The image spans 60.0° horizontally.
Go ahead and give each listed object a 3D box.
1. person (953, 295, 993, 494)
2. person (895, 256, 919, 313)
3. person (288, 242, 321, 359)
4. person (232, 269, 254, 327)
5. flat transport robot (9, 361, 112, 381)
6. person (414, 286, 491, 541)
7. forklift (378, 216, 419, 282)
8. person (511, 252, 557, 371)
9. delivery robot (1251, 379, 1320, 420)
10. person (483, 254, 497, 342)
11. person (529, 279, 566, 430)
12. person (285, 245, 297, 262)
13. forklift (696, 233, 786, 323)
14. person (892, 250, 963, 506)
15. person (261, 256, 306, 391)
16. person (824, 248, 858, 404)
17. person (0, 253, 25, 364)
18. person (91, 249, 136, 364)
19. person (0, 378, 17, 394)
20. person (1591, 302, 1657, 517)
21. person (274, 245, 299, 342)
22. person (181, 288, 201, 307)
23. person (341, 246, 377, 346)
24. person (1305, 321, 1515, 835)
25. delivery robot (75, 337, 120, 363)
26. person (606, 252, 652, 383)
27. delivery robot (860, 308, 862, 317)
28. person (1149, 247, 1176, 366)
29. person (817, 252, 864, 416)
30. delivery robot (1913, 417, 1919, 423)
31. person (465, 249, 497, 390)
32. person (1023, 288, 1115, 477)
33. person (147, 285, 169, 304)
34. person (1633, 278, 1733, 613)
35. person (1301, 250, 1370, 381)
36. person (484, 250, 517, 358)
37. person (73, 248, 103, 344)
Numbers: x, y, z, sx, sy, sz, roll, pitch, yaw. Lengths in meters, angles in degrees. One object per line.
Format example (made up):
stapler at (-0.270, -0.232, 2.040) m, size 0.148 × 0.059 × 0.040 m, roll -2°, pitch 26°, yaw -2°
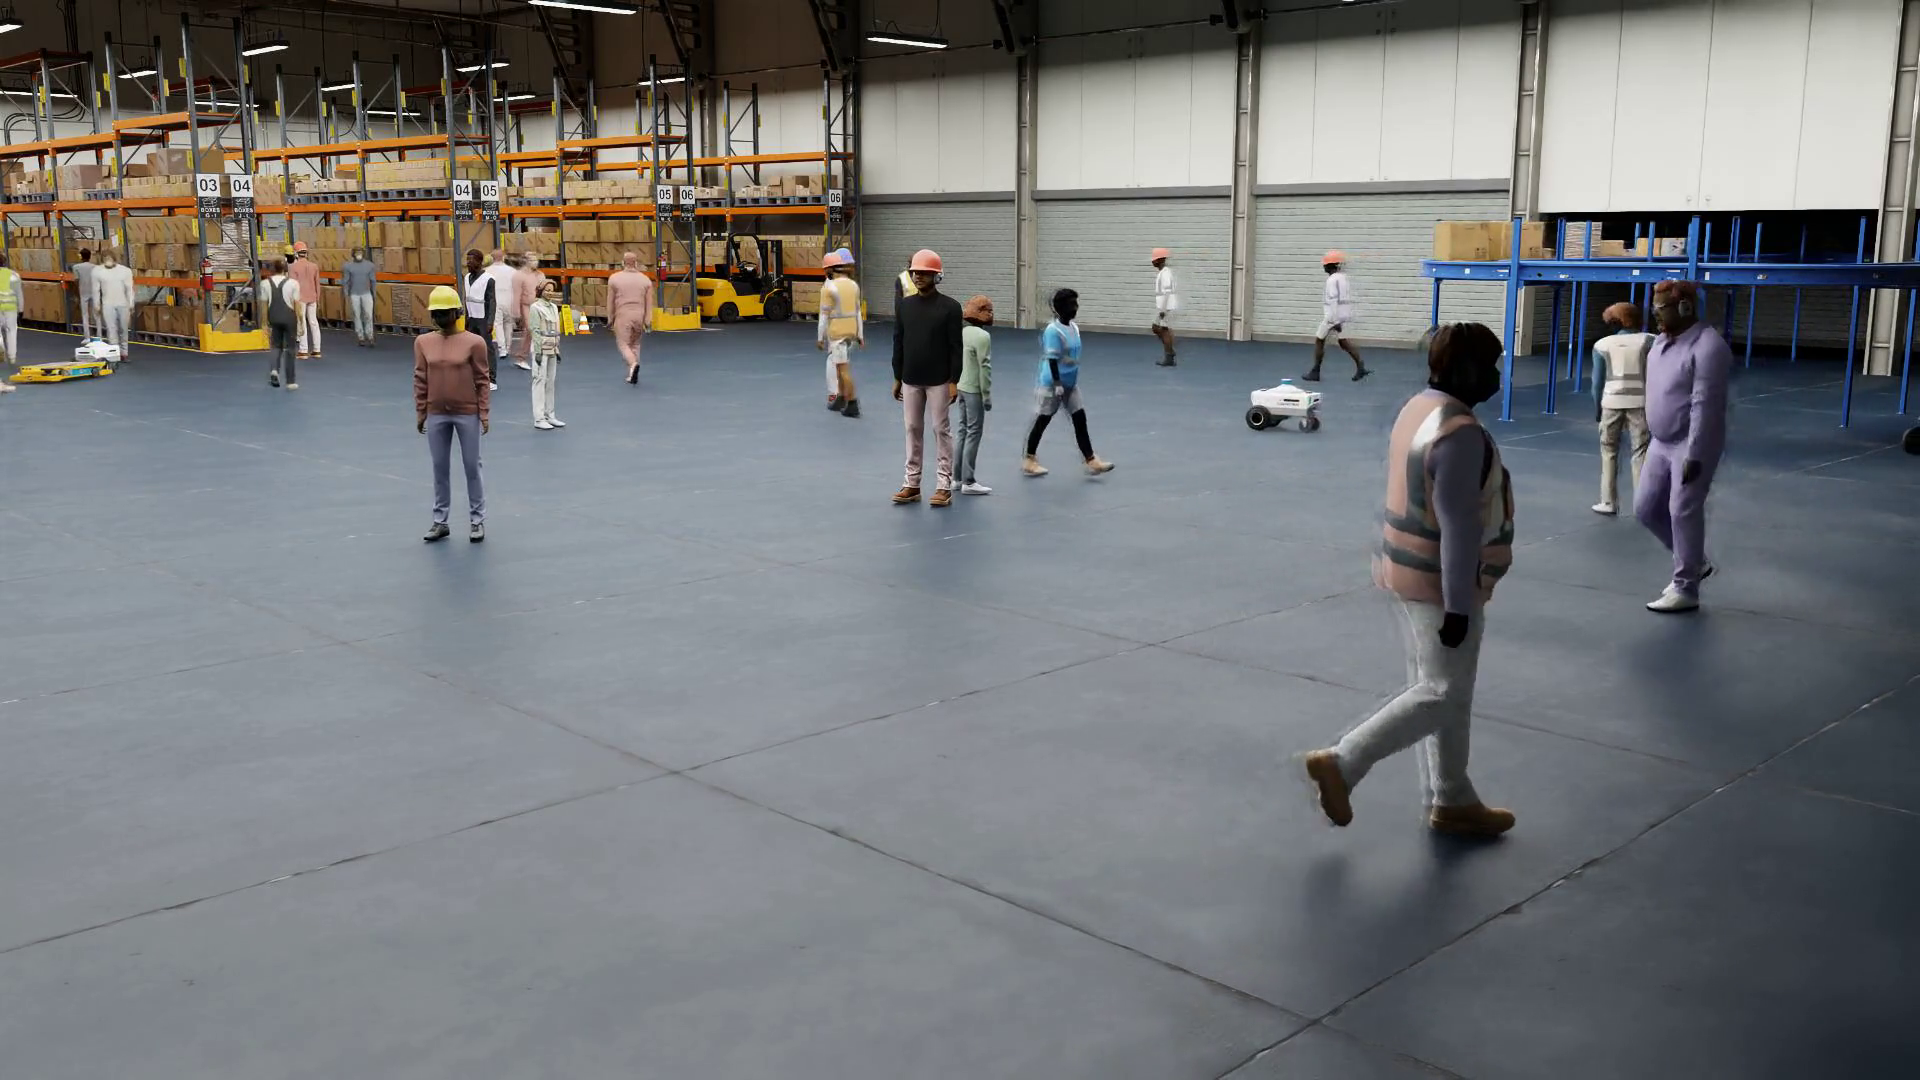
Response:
person at (0.121, -1.211, 13.772) m, size 0.293 × 1.627 × 0.513 m, roll -4°, pitch 11°, yaw -19°
person at (-0.663, -3.440, 25.427) m, size 0.659 × 1.805 × 0.882 m, roll -2°, pitch 11°, yaw -8°
person at (-11.325, -4.136, 28.703) m, size 0.386 × 1.992 × 0.625 m, roll 6°, pitch 12°, yaw 32°
person at (-16.543, -5.771, 38.467) m, size 0.544 × 1.680 × 0.404 m, roll -3°, pitch 11°, yaw -17°
flat transport robot at (-13.312, -2.508, 24.647) m, size 0.652 × 0.197 × 1.431 m, roll 1°, pitch 10°, yaw 7°
person at (-3.518, -0.872, 11.531) m, size 0.527 × 1.767 × 0.331 m, roll 1°, pitch 10°, yaw 3°
forklift at (-17.868, -9.201, 54.028) m, size 1.873 × 2.768 × 1.129 m, roll -10°, pitch 14°, yaw -44°
person at (-6.684, -3.566, 25.982) m, size 0.982 × 1.865 × 0.651 m, roll 5°, pitch 12°, yaw 26°
delivery robot at (3.572, -1.522, 18.240) m, size 0.707 × 0.478 × 0.477 m, roll 6°, pitch 12°, yaw 29°
person at (-9.327, -4.810, 33.067) m, size 0.578 × 1.723 × 0.499 m, roll 1°, pitch 10°, yaw 6°
person at (-4.552, -2.046, 18.290) m, size 0.314 × 1.636 × 0.515 m, roll 3°, pitch 11°, yaw 14°
person at (-15.133, -5.751, 37.826) m, size 0.616 × 1.874 × 0.497 m, roll -9°, pitch 14°, yaw -41°
forklift at (-5.496, -6.489, 41.108) m, size 2.313 × 2.155 × 1.214 m, roll -10°, pitch 14°, yaw -44°
person at (-0.266, -1.277, 13.108) m, size 0.612 × 1.997 × 0.375 m, roll 5°, pitch 12°, yaw 27°
person at (-9.242, -2.958, 22.726) m, size 0.518 × 1.831 × 0.445 m, roll 0°, pitch 10°, yaw -1°
person at (-1.492, -2.683, 20.906) m, size 0.400 × 1.949 × 0.605 m, roll 4°, pitch 11°, yaw 19°
person at (-15.814, -3.827, 27.481) m, size 0.650 × 1.826 × 0.441 m, roll -6°, pitch 12°, yaw -31°
person at (-13.934, -3.848, 27.446) m, size 0.636 × 1.864 × 1.055 m, roll -6°, pitch 12°, yaw -28°
person at (-13.225, -2.926, 22.115) m, size 0.617 × 2.008 × 0.983 m, roll 7°, pitch 13°, yaw 35°
person at (5.104, -0.982, 12.564) m, size 0.665 × 1.606 × 0.339 m, roll 6°, pitch 12°, yaw 31°
person at (-13.235, -4.879, 32.962) m, size 0.609 × 1.915 × 0.416 m, roll -7°, pitch 12°, yaw -33°
person at (-16.654, -5.270, 35.897) m, size 0.398 × 1.621 × 0.531 m, roll 9°, pitch 14°, yaw 42°
person at (-11.452, -4.654, 31.775) m, size 0.649 × 1.897 × 0.928 m, roll -5°, pitch 12°, yaw -26°
person at (1.601, 0.154, 5.782) m, size 0.704 × 1.826 × 0.635 m, roll 0°, pitch 10°, yaw 2°
delivery robot at (-13.319, -2.888, 25.692) m, size 0.477 × 0.478 × 0.707 m, roll 1°, pitch 10°, yaw 5°
person at (-4.687, -3.155, 23.673) m, size 0.640 × 1.877 × 0.744 m, roll -6°, pitch 12°, yaw -30°
delivery robot at (-2.557, -5.479, 39.820) m, size 0.477 × 0.478 × 0.707 m, roll -2°, pitch 10°, yaw -10°
person at (3.305, -3.810, 27.163) m, size 0.495 × 1.909 × 0.618 m, roll 0°, pitch 10°, yaw 1°
person at (-1.472, -2.421, 19.604) m, size 0.792 × 1.898 × 0.566 m, roll 9°, pitch 14°, yaw 42°
delivery robot at (9.552, -1.232, 15.951) m, size 0.698 × 0.223 × 0.335 m, roll 0°, pitch 10°, yaw -1°
person at (-6.580, -3.020, 22.830) m, size 0.587 × 1.920 × 0.391 m, roll 8°, pitch 13°, yaw 37°
person at (0.921, -1.370, 14.563) m, size 0.874 × 1.640 × 0.548 m, roll 7°, pitch 12°, yaw 33°
person at (-21.117, -6.808, 43.758) m, size 0.586 × 1.815 × 0.611 m, roll 9°, pitch 14°, yaw 41°
person at (4.060, -0.528, 9.368) m, size 0.433 × 1.880 × 0.650 m, roll -2°, pitch 11°, yaw -9°
person at (5.504, -3.252, 24.178) m, size 0.967 × 1.904 × 0.540 m, roll 8°, pitch 13°, yaw 36°
person at (-8.016, -4.108, 28.966) m, size 0.660 × 1.842 × 1.009 m, roll -5°, pitch 11°, yaw -25°
person at (-17.050, -4.774, 32.566) m, size 0.522 × 1.861 × 0.343 m, roll -10°, pitch 14°, yaw -43°
